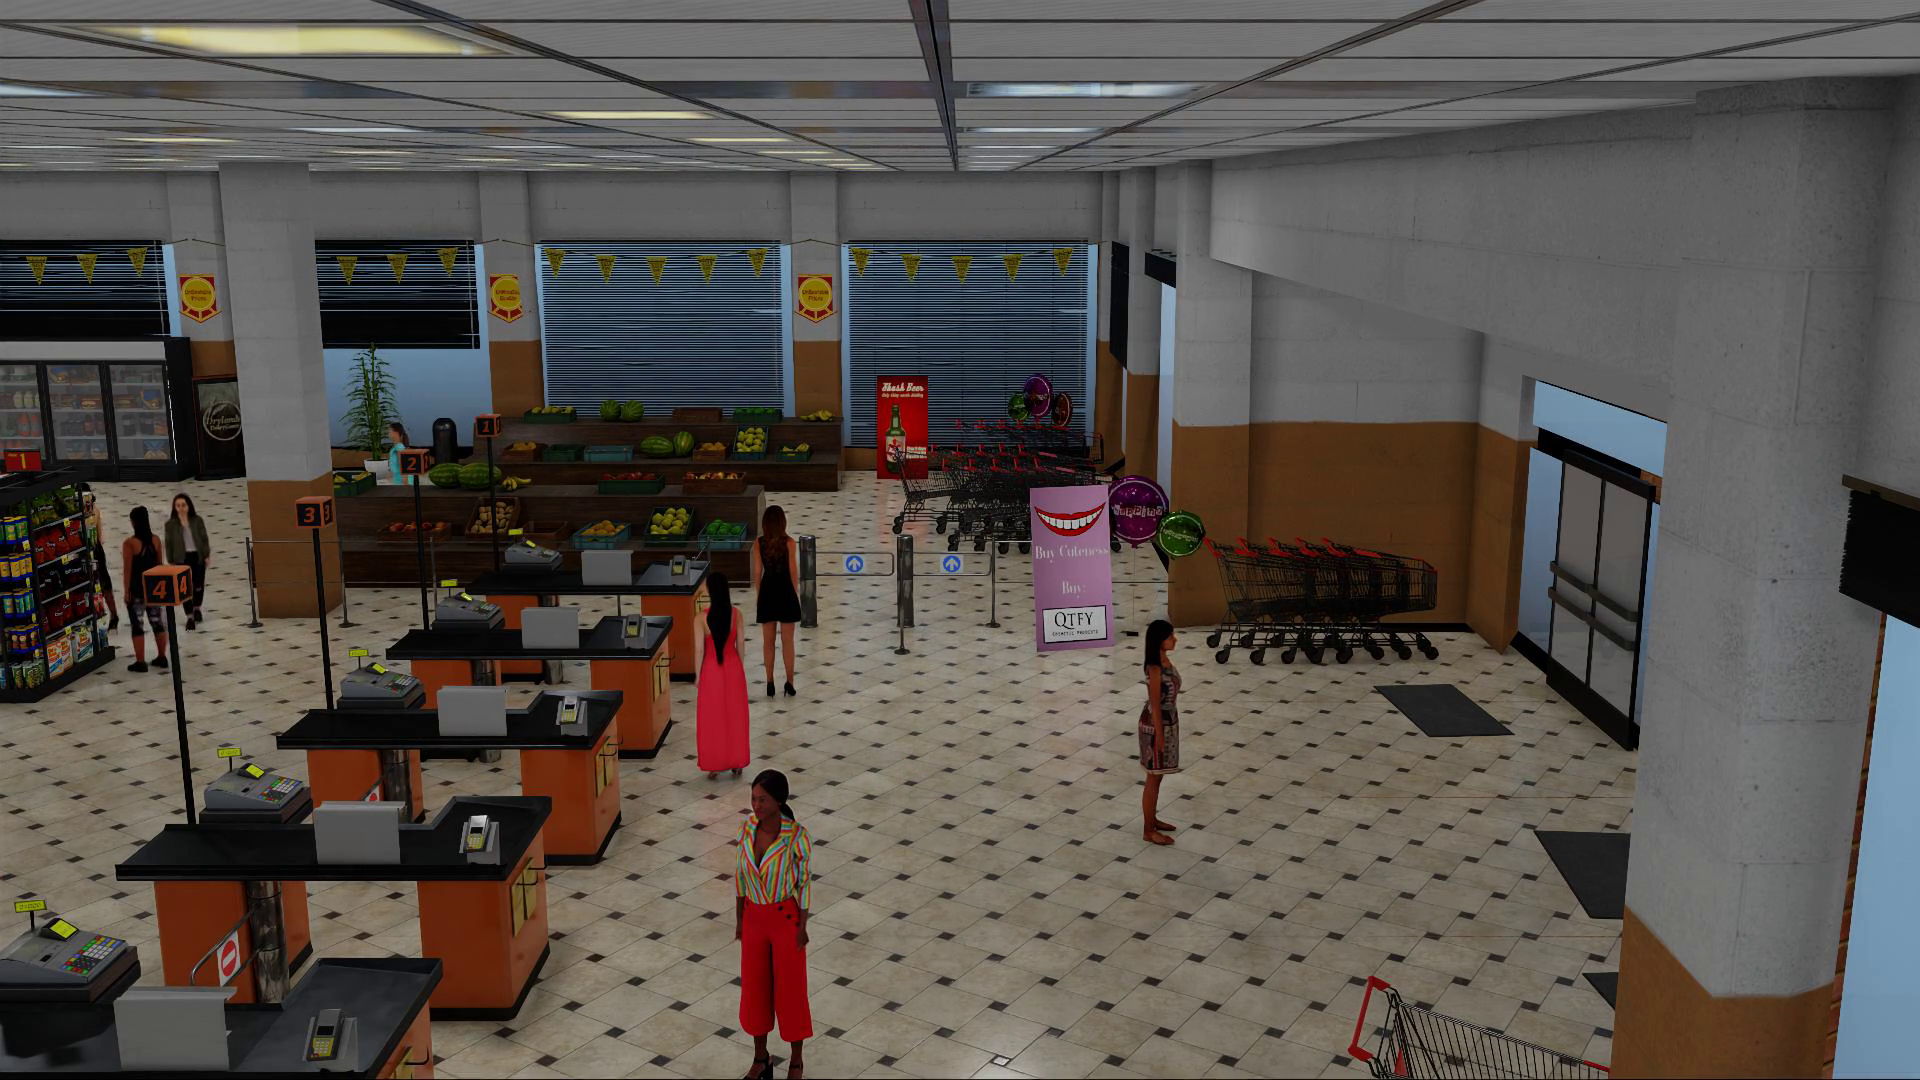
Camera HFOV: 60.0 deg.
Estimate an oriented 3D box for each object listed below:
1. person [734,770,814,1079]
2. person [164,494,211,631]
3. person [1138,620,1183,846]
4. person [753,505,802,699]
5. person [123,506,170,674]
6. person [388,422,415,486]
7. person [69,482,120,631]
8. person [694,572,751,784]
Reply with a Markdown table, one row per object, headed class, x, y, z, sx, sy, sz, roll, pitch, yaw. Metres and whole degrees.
| class | x | y | z | sx | sy | sz | roll | pitch | yaw |
| --- | --- | --- | --- | --- | --- | --- | --- | --- | --- |
| person | -0.971 | 2.051 | 8.681 | 0.570 | 1.792 | 0.718 | 4 | 12 | 18 |
| person | -8.420 | 0.222 | 18.194 | 0.929 | 1.452 | 0.900 | -7 | 14 | -29 |
| person | 1.452 | 1.384 | 12.209 | 0.604 | 1.645 | 0.693 | 3 | 12 | 12 |
| person | -1.717 | 0.578 | 15.578 | 0.482 | 1.834 | 0.660 | 1 | 12 | 5 |
| person | -8.047 | 0.473 | 16.489 | 0.702 | 1.664 | 0.702 | 6 | 13 | 25 |
| person | -7.684 | -0.852 | 23.142 | 1.082 | 1.514 | 0.701 | -3 | 12 | -12 |
| person | -9.276 | 0.221 | 17.823 | 1.096 | 1.608 | 0.885 | 6 | 13 | 26 |
| person | -1.919 | 1.094 | 13.373 | 0.651 | 1.733 | 0.763 | -6 | 13 | -25 |
